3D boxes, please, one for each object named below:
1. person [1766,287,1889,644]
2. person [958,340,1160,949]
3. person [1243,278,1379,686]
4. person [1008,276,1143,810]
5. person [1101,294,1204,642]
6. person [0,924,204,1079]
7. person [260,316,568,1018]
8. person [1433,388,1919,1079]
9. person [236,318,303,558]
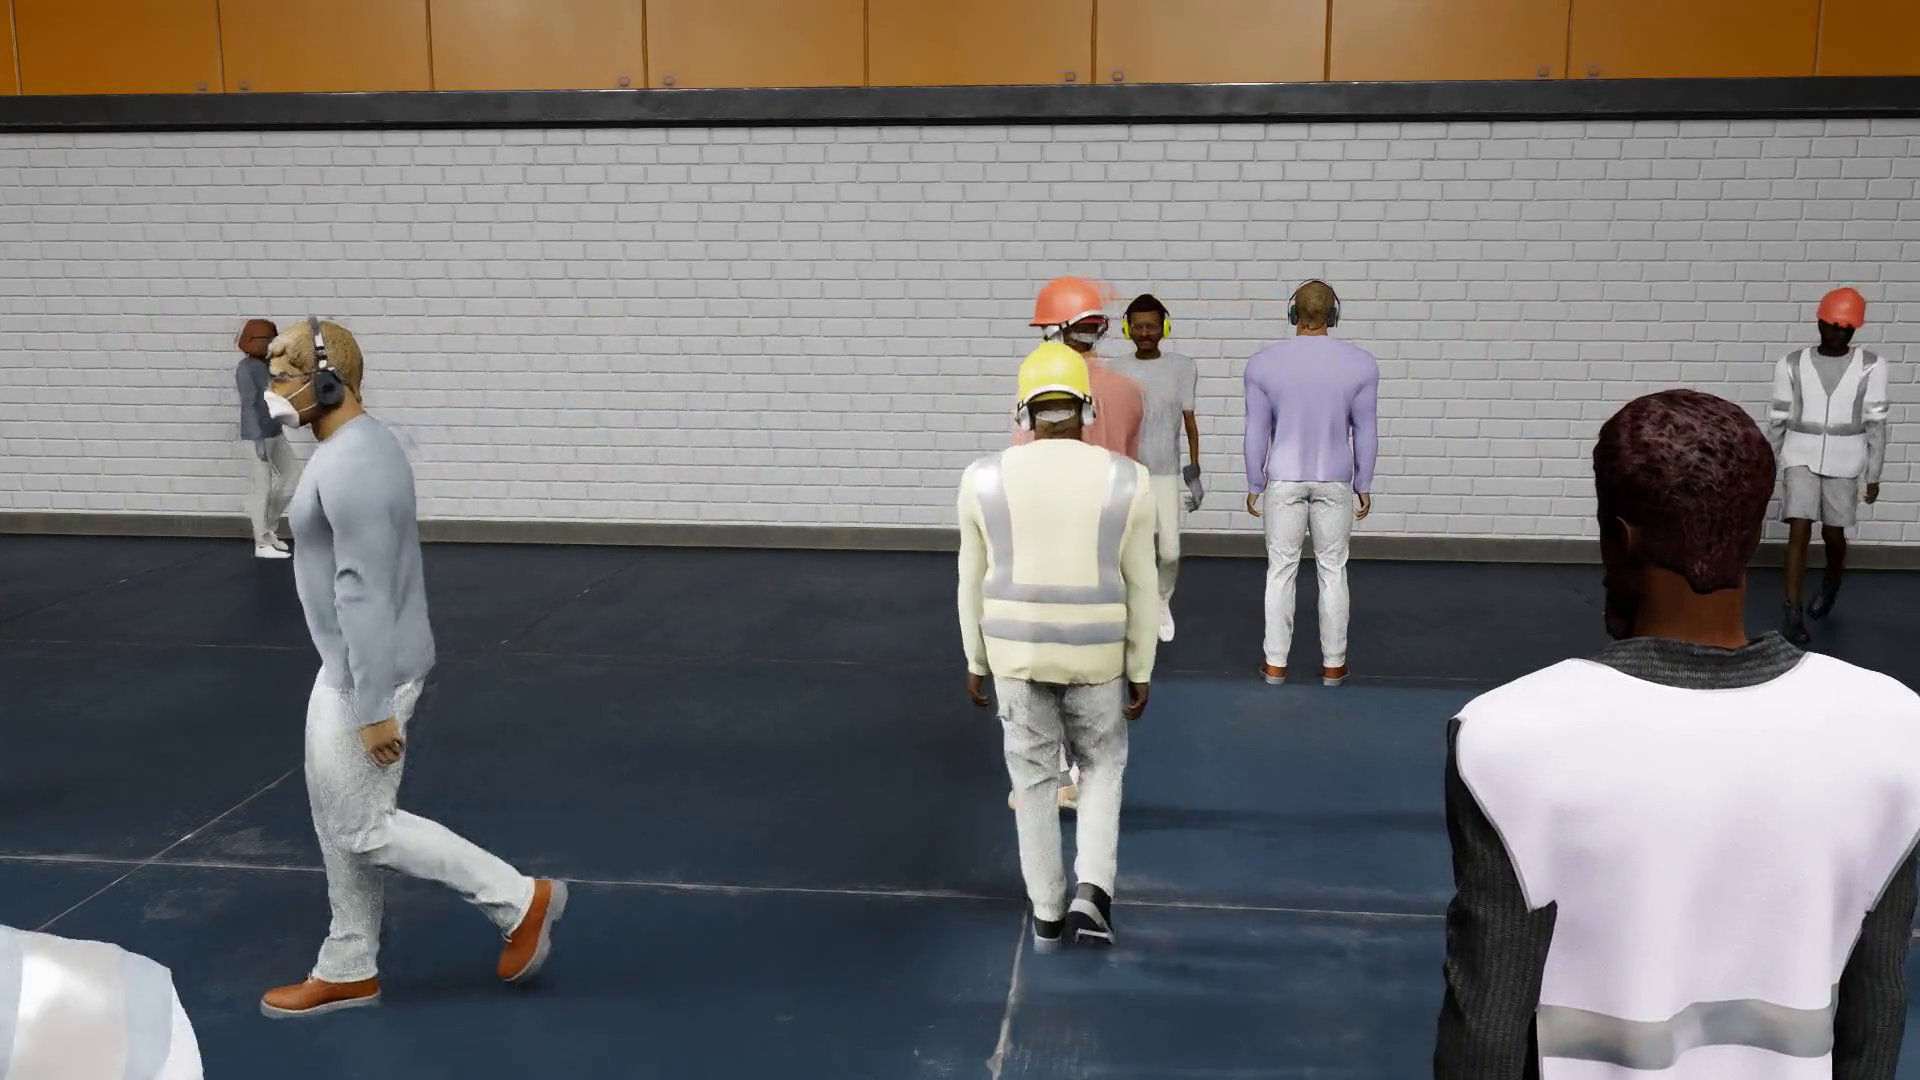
[{"bbox_3d":[4.676,-0.429,9.027,0.590,1.895,0.906,5,11,26],"label":"person"},{"bbox_3d":[0.281,0.332,4.855,0.586,1.814,0.457,1,10,5],"label":"person"},{"bbox_3d":[1.657,-0.264,7.917,0.631,1.940,0.372,2,10,9],"label":"person"},{"bbox_3d":[0.397,0.040,6.059,0.635,1.978,0.449,-7,12,-35],"label":"person"},{"bbox_3d":[0.964,-0.325,8.492,0.561,1.853,0.418,1,10,6],"label":"person"},{"bbox_3d":[-0.951,0.922,1.469,0.604,1.819,0.638,-4,11,-21],"label":"person"},{"bbox_3d":[-1.509,0.358,4.447,0.733,1.914,0.628,-3,10,-17],"label":"person"},{"bbox_3d":[0.847,0.776,2.033,0.591,1.916,0.393,-1,10,-7],"label":"person"},{"bbox_3d":[-4.633,-0.669,11.150,0.350,1.621,0.504,1,10,8],"label":"person"}]
